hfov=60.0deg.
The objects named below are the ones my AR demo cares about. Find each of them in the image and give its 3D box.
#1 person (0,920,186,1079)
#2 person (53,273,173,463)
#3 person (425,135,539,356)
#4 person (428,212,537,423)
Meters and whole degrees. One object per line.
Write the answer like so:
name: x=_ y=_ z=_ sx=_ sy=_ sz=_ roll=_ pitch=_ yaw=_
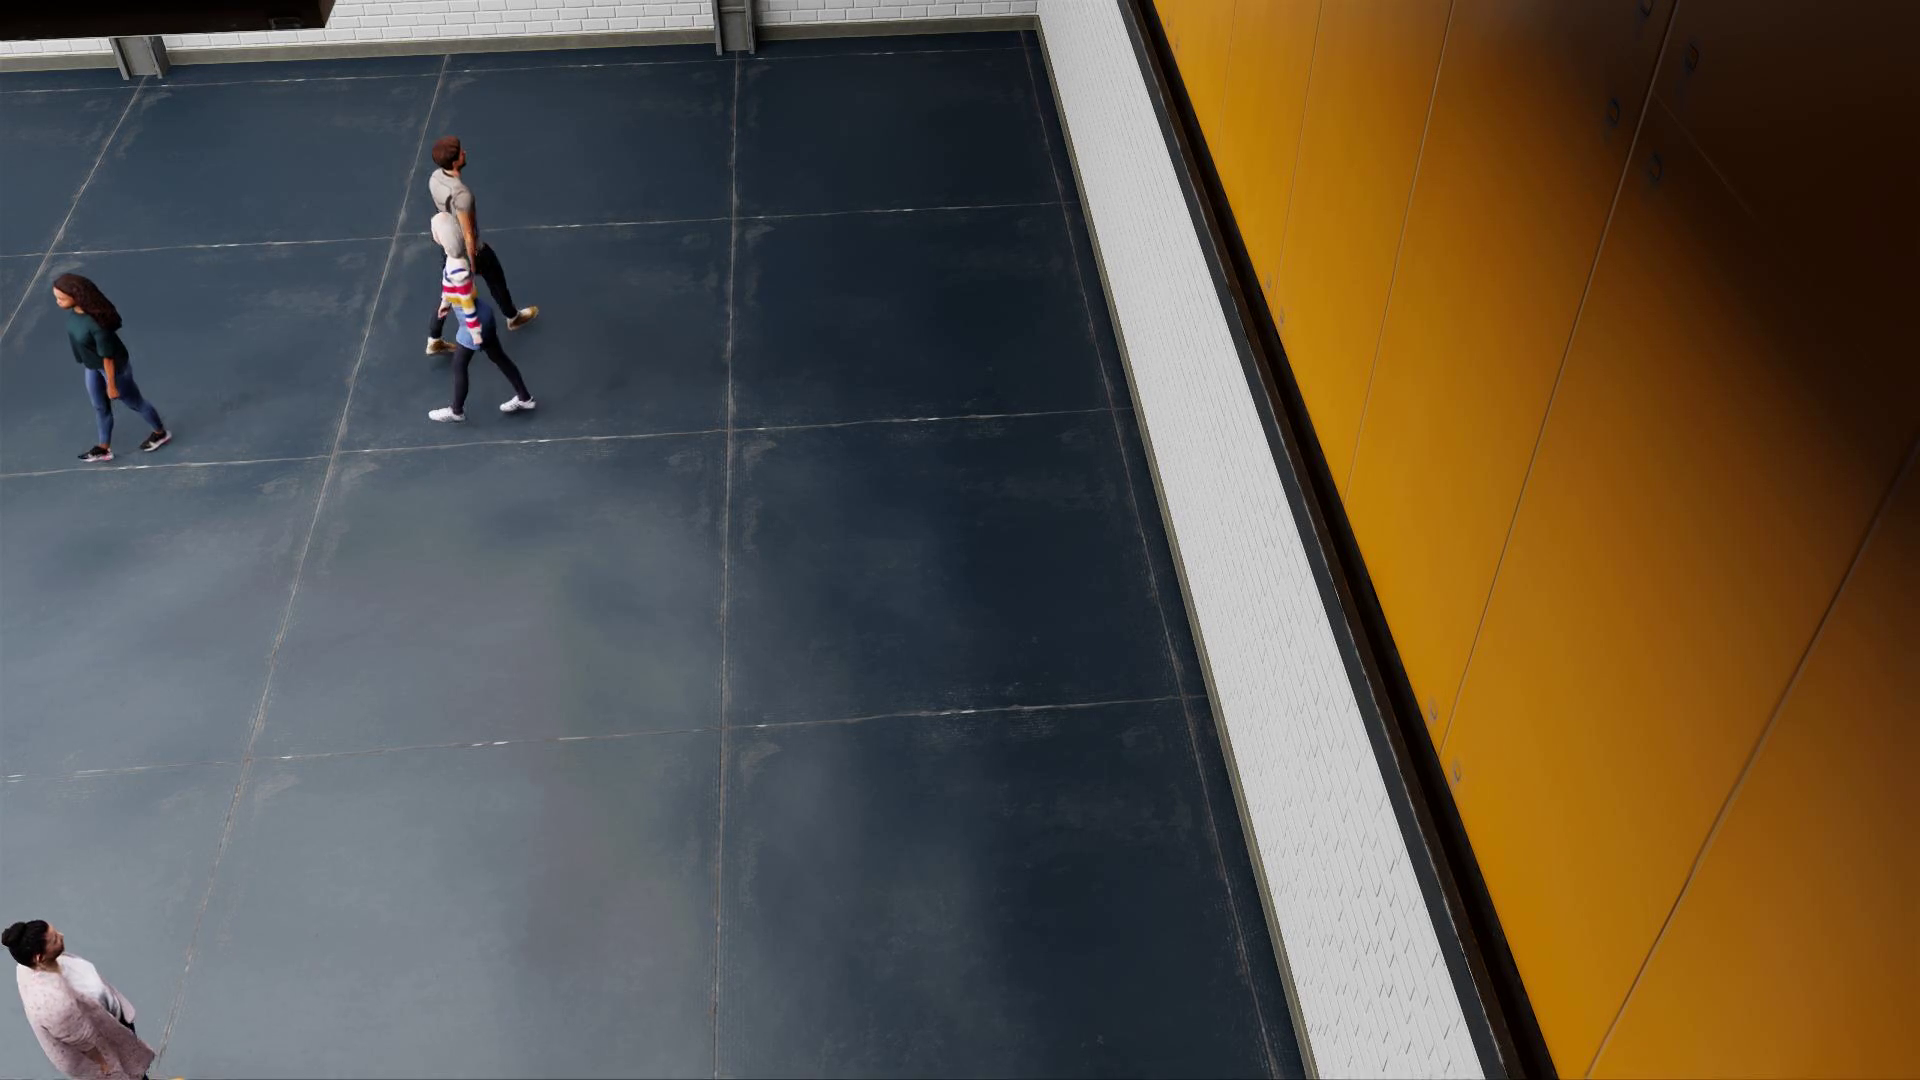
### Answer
person: x=-4.348 y=2.456 z=8.154 sx=1.008 sy=1.727 sz=0.916 roll=-24 pitch=49 yaw=-23
person: x=-6.162 y=-1.295 z=12.184 sx=0.911 sy=1.598 sz=0.990 roll=34 pitch=53 yaw=31
person: x=-3.963 y=-2.248 z=13.001 sx=1.194 sy=1.852 sz=1.252 roll=31 pitch=51 yaw=28
person: x=-3.540 y=-1.653 z=12.442 sx=1.057 sy=1.761 sz=0.741 roll=-9 pitch=44 yaw=-9
